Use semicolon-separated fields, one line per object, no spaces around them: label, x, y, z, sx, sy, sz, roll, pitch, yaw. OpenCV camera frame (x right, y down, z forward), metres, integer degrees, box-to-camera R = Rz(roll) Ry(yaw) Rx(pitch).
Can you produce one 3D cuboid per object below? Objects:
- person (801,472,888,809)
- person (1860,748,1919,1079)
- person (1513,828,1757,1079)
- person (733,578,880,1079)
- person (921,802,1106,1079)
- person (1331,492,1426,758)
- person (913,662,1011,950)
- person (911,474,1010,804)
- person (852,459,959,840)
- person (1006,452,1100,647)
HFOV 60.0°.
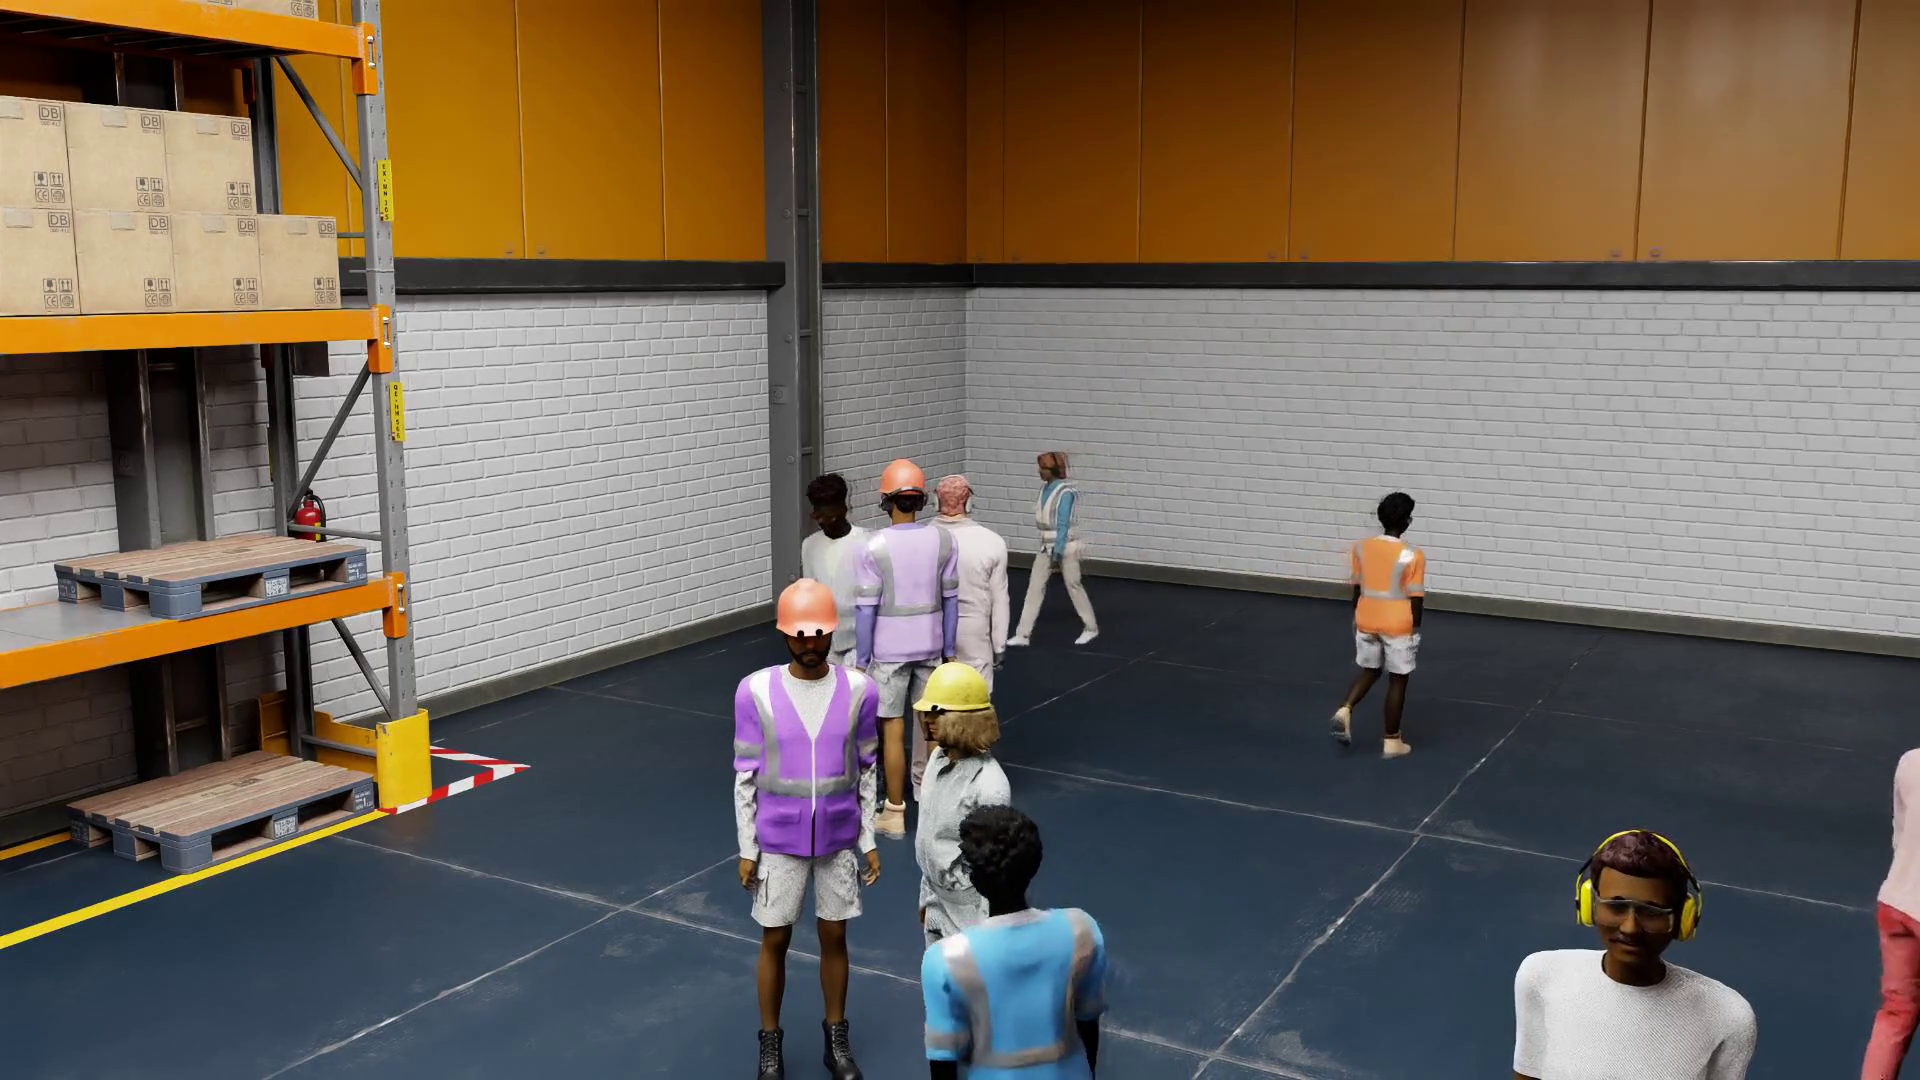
person;-0.637;0.581;9.318;0.646;1.933;0.489;7;11;37
person;3.293;1.278;5.620;0.538;1.717;0.552;-2;9;-10
person;1.415;1.527;3.610;0.514;1.876;0.328;4;10;25
person;-0.554;1.092;6.120;0.542;1.939;0.364;-2;9;-14
person;0.170;1.515;4.332;0.530;1.667;0.838;-3;10;-18
person;2.605;0.545;10.331;0.499;1.687;0.538;-7;12;-39
person;-0.012;1.266;5.643;0.302;1.744;0.485;-5;10;-28
person;-0.030;0.573;9.505;0.647;1.899;0.397;2;9;9
person;-0.305;0.585;8.961;0.609;2.043;0.397;-4;10;-26
person;0.781;0.083;13.491;0.853;1.597;0.523;-5;10;-29
